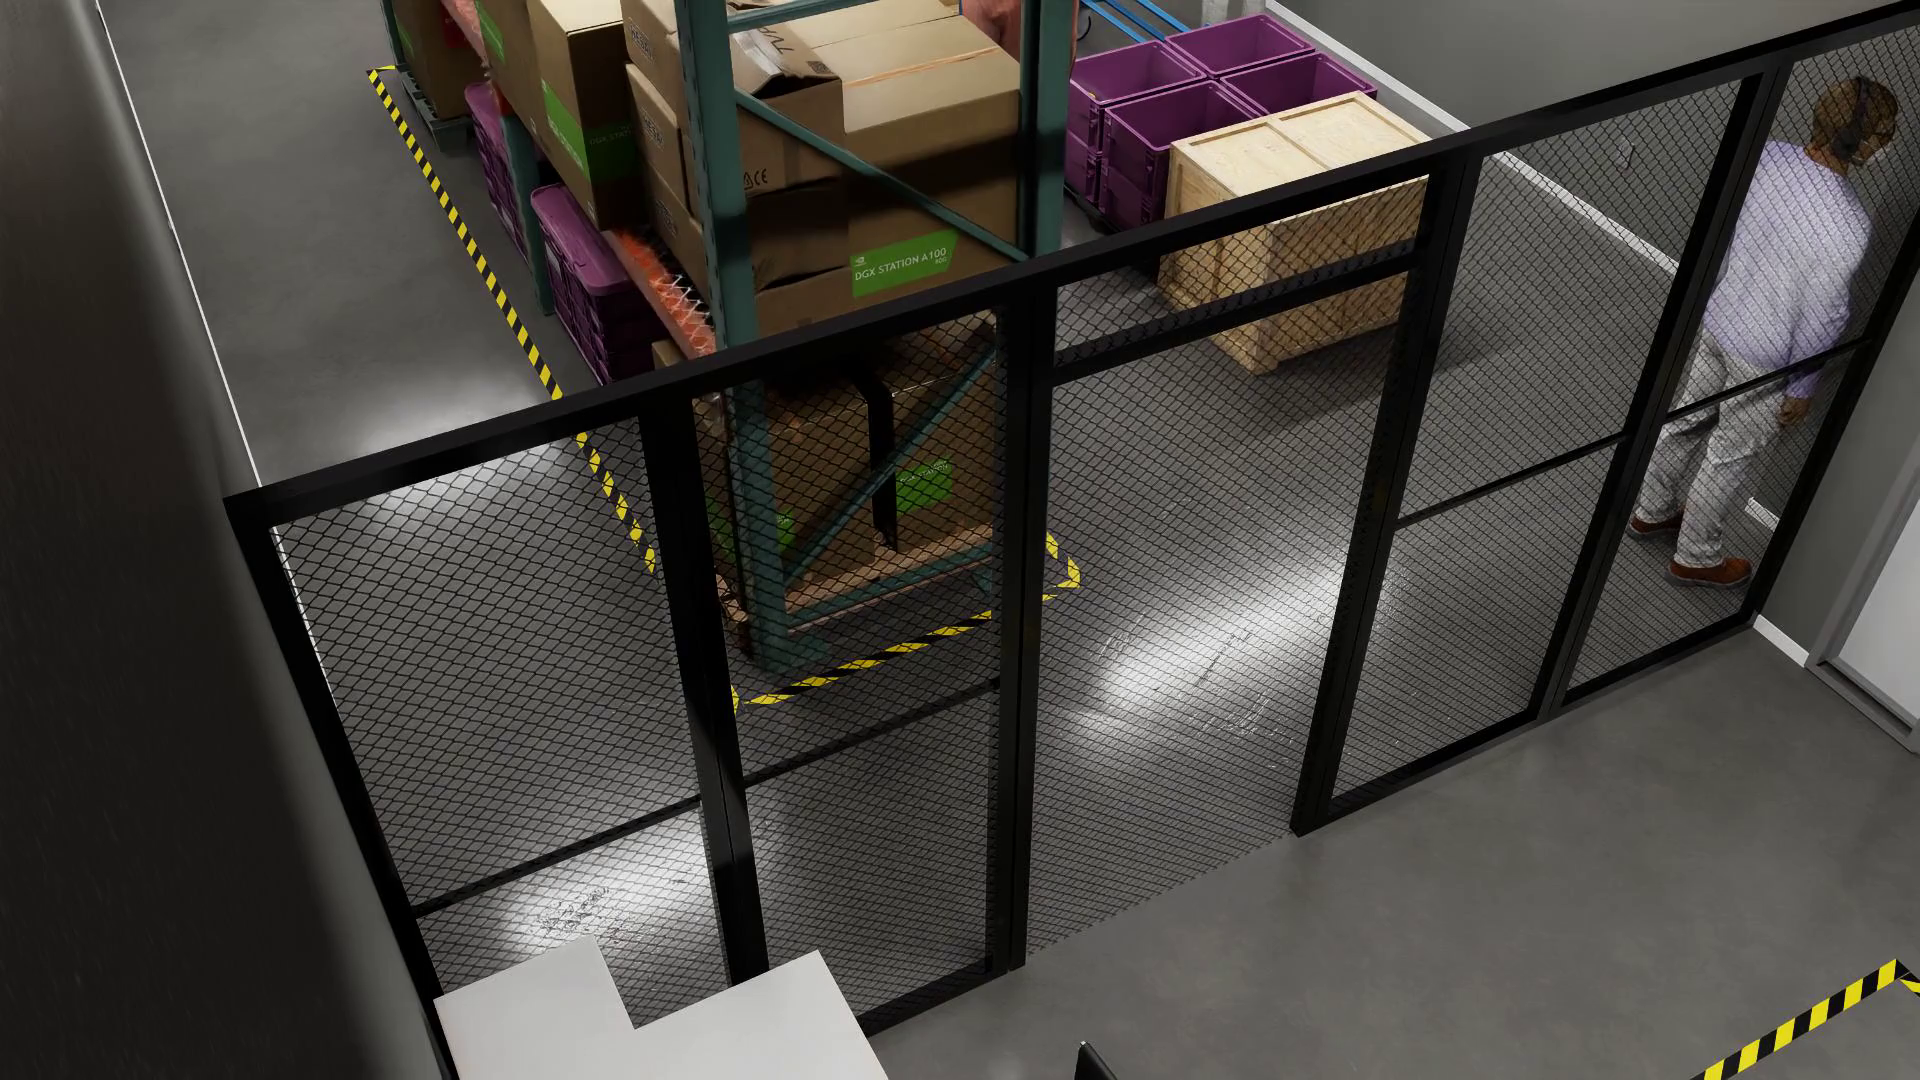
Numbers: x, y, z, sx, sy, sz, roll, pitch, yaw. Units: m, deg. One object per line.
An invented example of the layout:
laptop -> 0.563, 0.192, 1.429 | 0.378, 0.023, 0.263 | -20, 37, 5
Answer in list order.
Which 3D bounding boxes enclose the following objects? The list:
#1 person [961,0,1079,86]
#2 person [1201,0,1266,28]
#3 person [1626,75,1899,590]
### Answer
person -> 0.222, -1.815, 6.889 | 0.622, 1.993, 0.382 | -32, 51, -30
person -> 1.431, -3.279, 8.609 | 0.599, 1.830, 0.404 | -17, 45, -18
person -> 2.727, -0.673, 5.683 | 0.371, 1.938, 0.627 | -8, 43, -8
